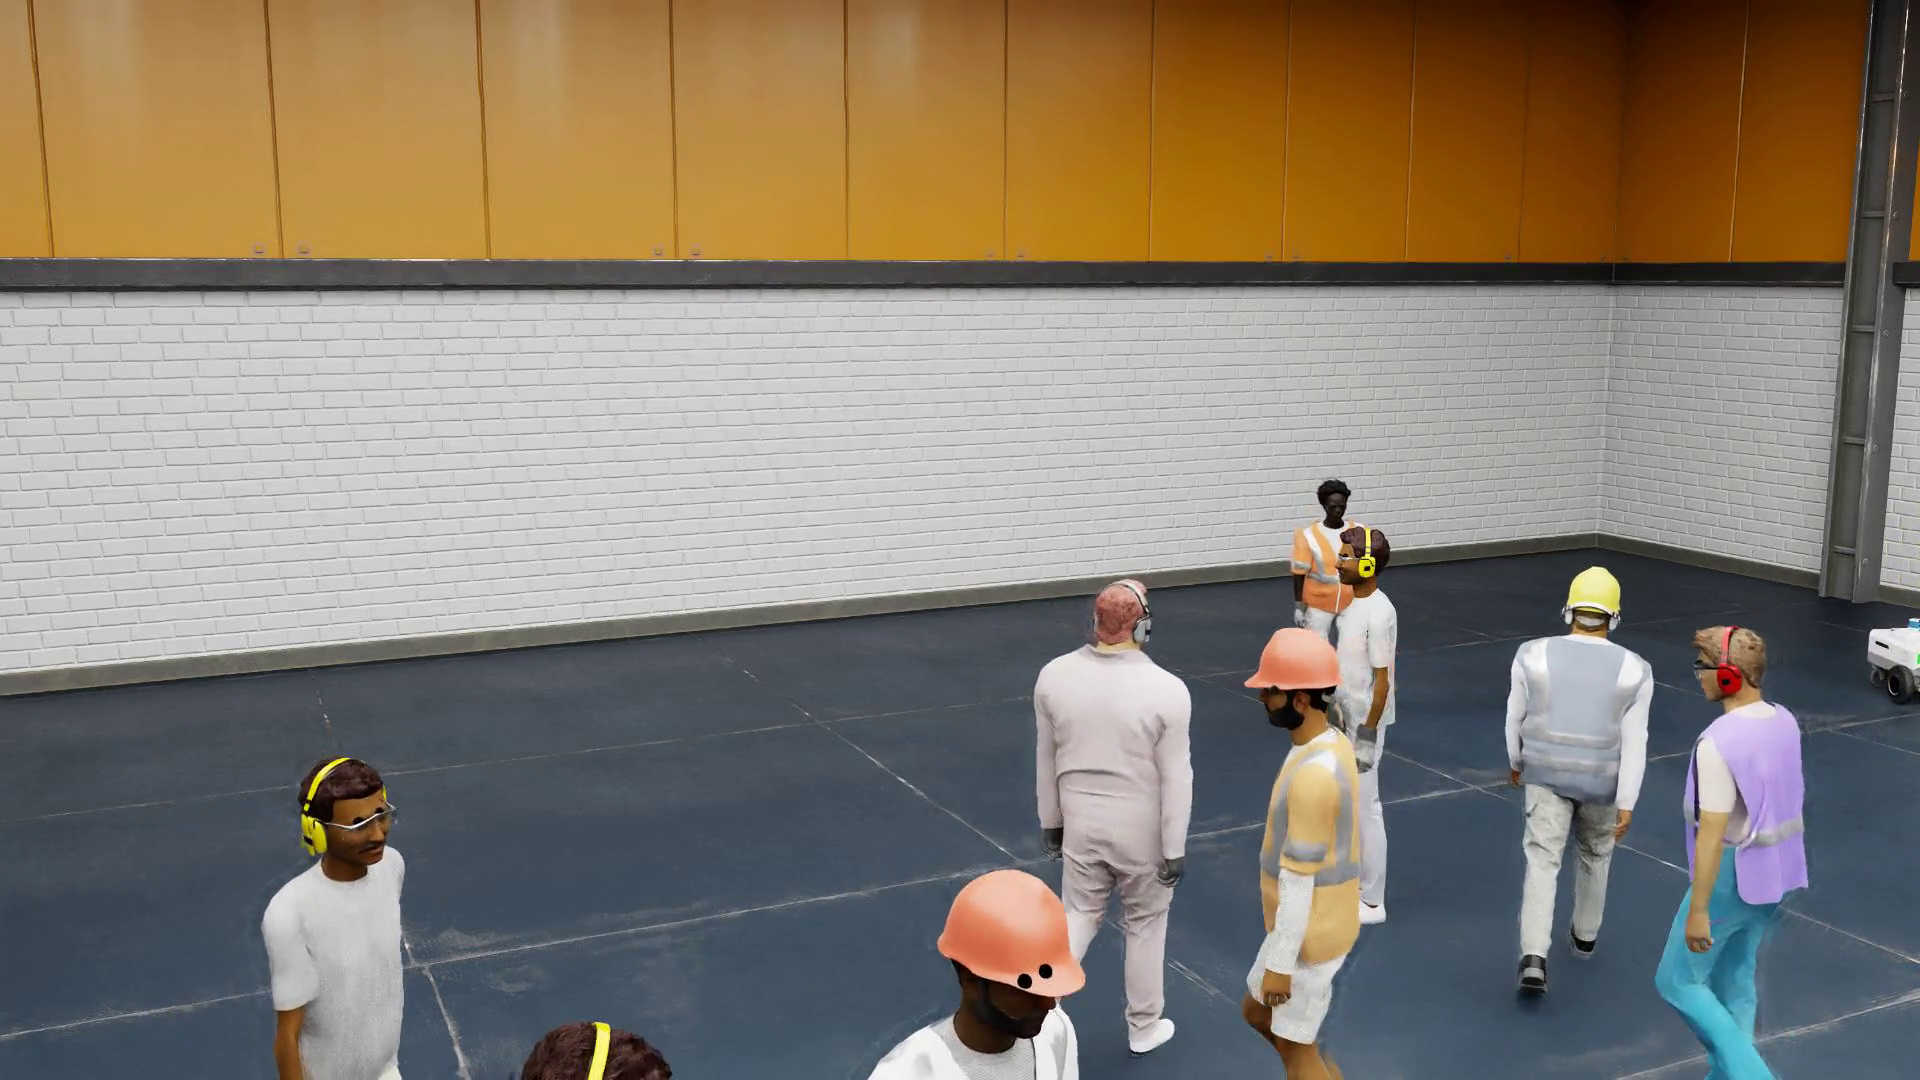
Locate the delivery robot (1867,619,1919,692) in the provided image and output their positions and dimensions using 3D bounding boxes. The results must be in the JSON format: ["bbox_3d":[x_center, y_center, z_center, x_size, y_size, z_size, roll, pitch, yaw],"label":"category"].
[{"bbox_3d":[6.816,0.805,11.881,0.477,0.478,0.707,0,9,1],"label":"delivery robot"}]

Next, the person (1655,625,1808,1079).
[{"bbox_3d":[2.697,1.206,5.743,0.589,1.827,0.459,-7,12,-37],"label":"person"}]

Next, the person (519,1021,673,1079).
[{"bbox_3d":[-0.645,1.694,2.776,0.666,1.830,0.502,5,10,29],"label":"person"}]

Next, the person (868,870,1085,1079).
[{"bbox_3d":[0.028,1.559,3.434,1.011,1.879,0.544,8,12,41],"label":"person"}]

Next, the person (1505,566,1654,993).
[{"bbox_3d":[2.611,1.010,7.083,0.579,1.799,0.905,3,10,21],"label":"person"}]

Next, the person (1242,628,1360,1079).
[{"bbox_3d":[1.078,1.229,5.328,0.392,1.923,0.541,2,9,13],"label":"person"}]

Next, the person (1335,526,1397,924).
[{"bbox_3d":[1.855,0.864,7.750,0.328,1.869,0.521,1,9,5],"label":"person"}]

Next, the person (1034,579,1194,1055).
[{"bbox_3d":[0.552,1.095,6.290,0.647,1.889,0.712,5,11,30],"label":"person"}]

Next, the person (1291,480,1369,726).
[{"bbox_3d":[2.448,0.431,10.964,0.574,1.683,0.418,-1,9,-5],"label":"person"}]

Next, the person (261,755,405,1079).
[{"bbox_3d":[-1.610,1.439,4.396,1.010,1.802,0.526,4,10,22],"label":"person"}]
